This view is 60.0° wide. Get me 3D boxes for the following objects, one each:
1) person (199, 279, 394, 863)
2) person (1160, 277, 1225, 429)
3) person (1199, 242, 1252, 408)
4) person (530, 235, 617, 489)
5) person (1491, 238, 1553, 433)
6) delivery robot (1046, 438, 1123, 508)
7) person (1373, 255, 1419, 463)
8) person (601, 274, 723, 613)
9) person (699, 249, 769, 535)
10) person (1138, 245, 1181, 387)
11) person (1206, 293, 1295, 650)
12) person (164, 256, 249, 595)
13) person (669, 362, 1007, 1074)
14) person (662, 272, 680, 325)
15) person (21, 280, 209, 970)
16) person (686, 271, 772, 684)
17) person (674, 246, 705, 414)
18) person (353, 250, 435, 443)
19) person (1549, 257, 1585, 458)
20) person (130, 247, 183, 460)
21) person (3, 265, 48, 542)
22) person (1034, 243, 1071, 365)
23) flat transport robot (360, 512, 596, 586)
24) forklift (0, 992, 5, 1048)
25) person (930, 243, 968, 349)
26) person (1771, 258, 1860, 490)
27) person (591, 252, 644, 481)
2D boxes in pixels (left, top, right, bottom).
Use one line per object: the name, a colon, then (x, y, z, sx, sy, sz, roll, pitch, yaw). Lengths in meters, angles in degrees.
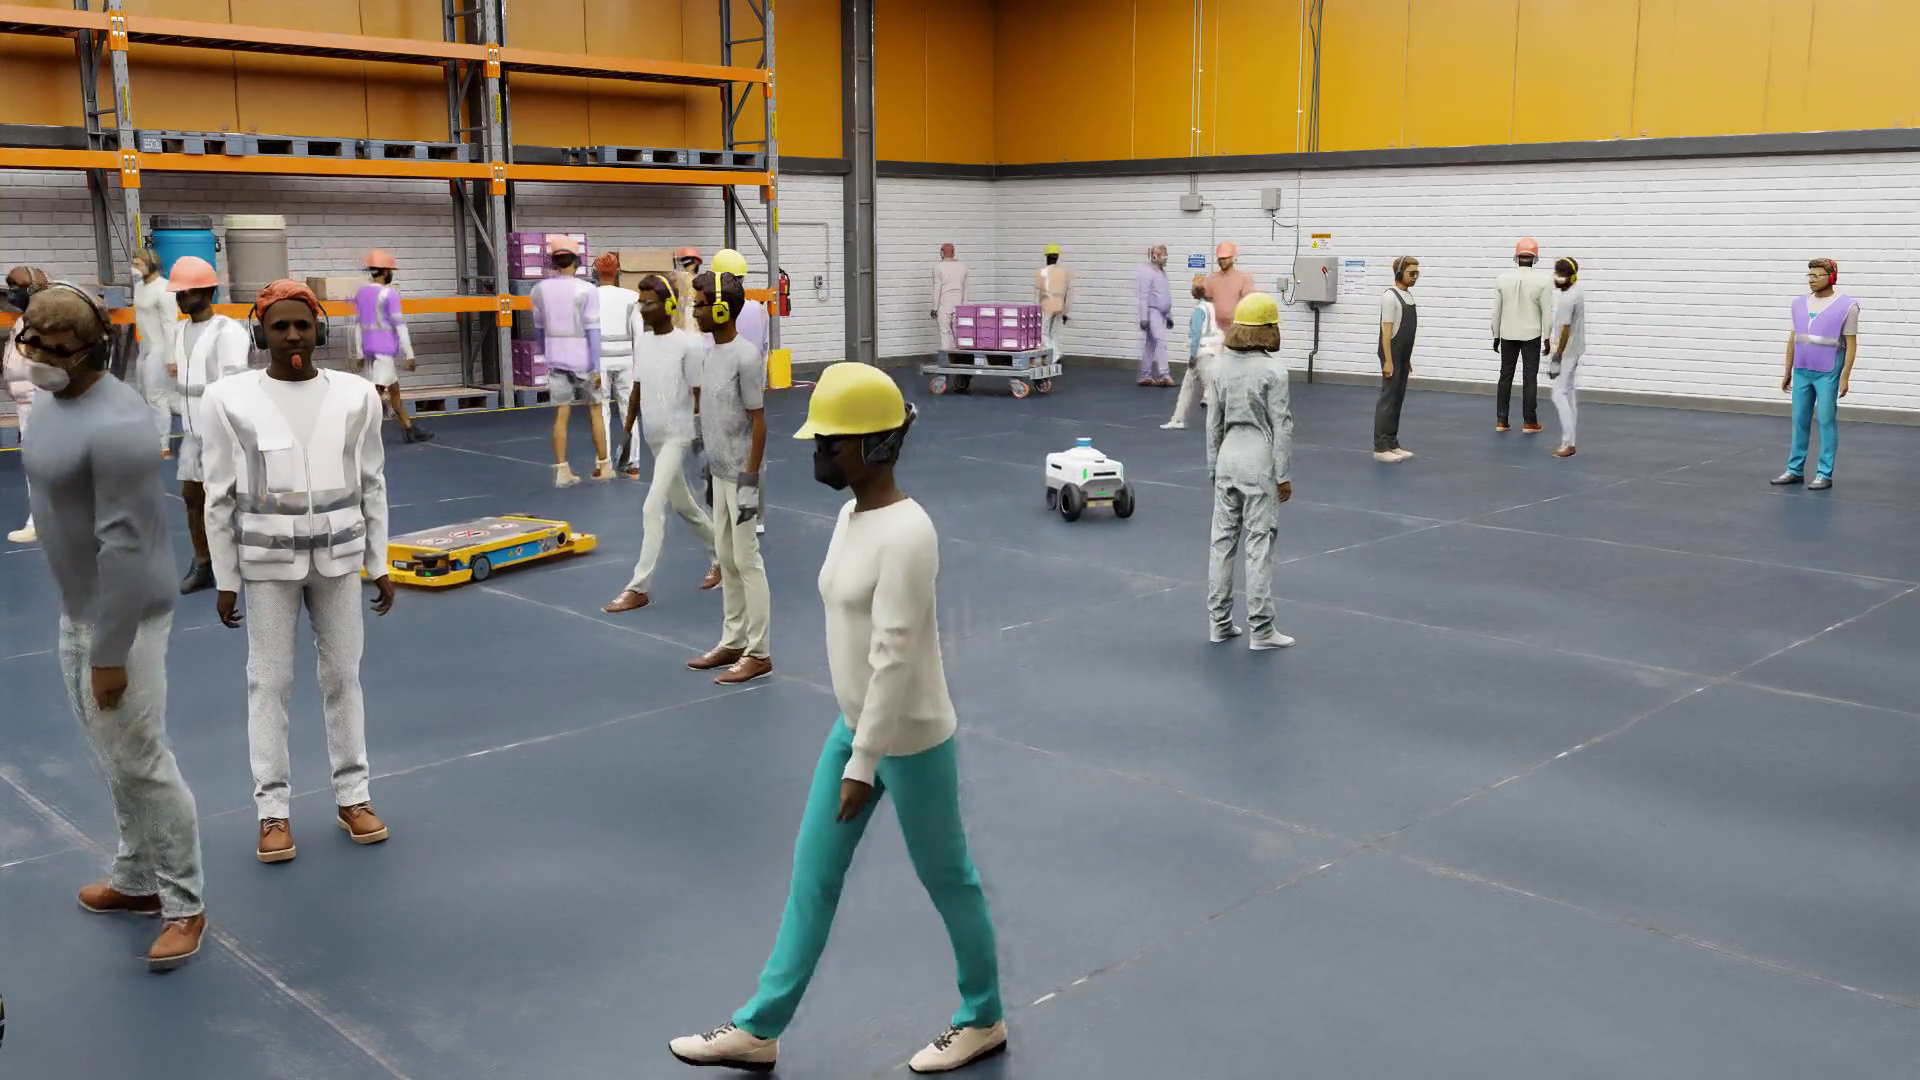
person: (-2.147, 0.097, 5.448, 0.573, 1.883, 0.356, -7, 12, -34)
person: (2.523, -1.918, 17.208, 0.837, 1.598, 0.525, 3, 11, 16)
person: (3.144, -2.523, 19.581, 0.608, 1.943, 1.030, 5, 12, 26)
person: (-3.134, -1.430, 13.399, 0.631, 2.012, 0.661, 3, 11, 14)
person: (5.794, -2.104, 17.137, 0.624, 1.993, 0.388, 8, 13, 37)
delivery robot: (0.898, -0.495, 12.040, 0.477, 0.478, 0.707, -4, 11, -20)
person: (3.924, -1.622, 14.927, 0.326, 1.842, 0.517, 7, 13, 35)
person: (-1.606, -0.558, 9.224, 0.532, 1.826, 1.005, 9, 14, 42)
person: (-1.510, -0.958, 11.068, 0.360, 1.930, 0.587, 7, 12, 33)
person: (2.723, -2.961, 22.105, 0.785, 1.881, 0.673, 5, 12, 27)
person: (1.434, -0.337, 8.192, 0.304, 1.745, 0.483, -9, 14, -41)
person: (-4.199, -0.659, 9.516, 0.546, 1.919, 0.716, 6, 12, 28)
person: (-0.262, 0.460, 3.873, 0.871, 1.724, 0.536, -5, 11, -24)
person: (-3.310, -2.349, 19.542, 0.810, 1.605, 0.527, -9, 14, -42)
person: (-2.408, 0.232, 4.682, 0.381, 1.905, 0.742, -9, 14, -41)
person: (-1.045, -0.279, 7.551, 0.332, 1.866, 0.514, -6, 12, -30)
person: (-3.043, -2.367, 18.828, 0.458, 1.899, 0.558, -4, 11, -23)
person: (-5.479, -1.807, 15.839, 0.568, 1.883, 1.015, 7, 13, 34)
person: (5.593, -1.686, 15.330, 0.309, 1.835, 0.672, 5, 12, 25)
person: (-7.173, -1.675, 14.994, 0.613, 1.922, 0.637, -10, 14, -44)
person: (-6.024, -0.902, 11.048, 0.631, 1.829, 0.639, -10, 14, -44)
person: (1.334, -3.338, 24.077, 0.614, 1.912, 0.536, -6, 12, -30)
flat transport robot: (-2.939, 0.042, 10.145, 0.652, 0.197, 1.431, 5, 12, 26)
forklift: (-3.245, 0.323, 3.363, 2.313, 2.155, 1.214, 2, 11, 13)
person: (-0.184, -3.548, 25.265, 0.651, 1.904, 0.402, -8, 13, -36)
person: (6.873, -1.326, 13.307, 0.376, 1.844, 0.567, -5, 12, -27)
person: (-2.888, -1.425, 13.741, 0.585, 1.882, 0.337, -5, 12, -27)
